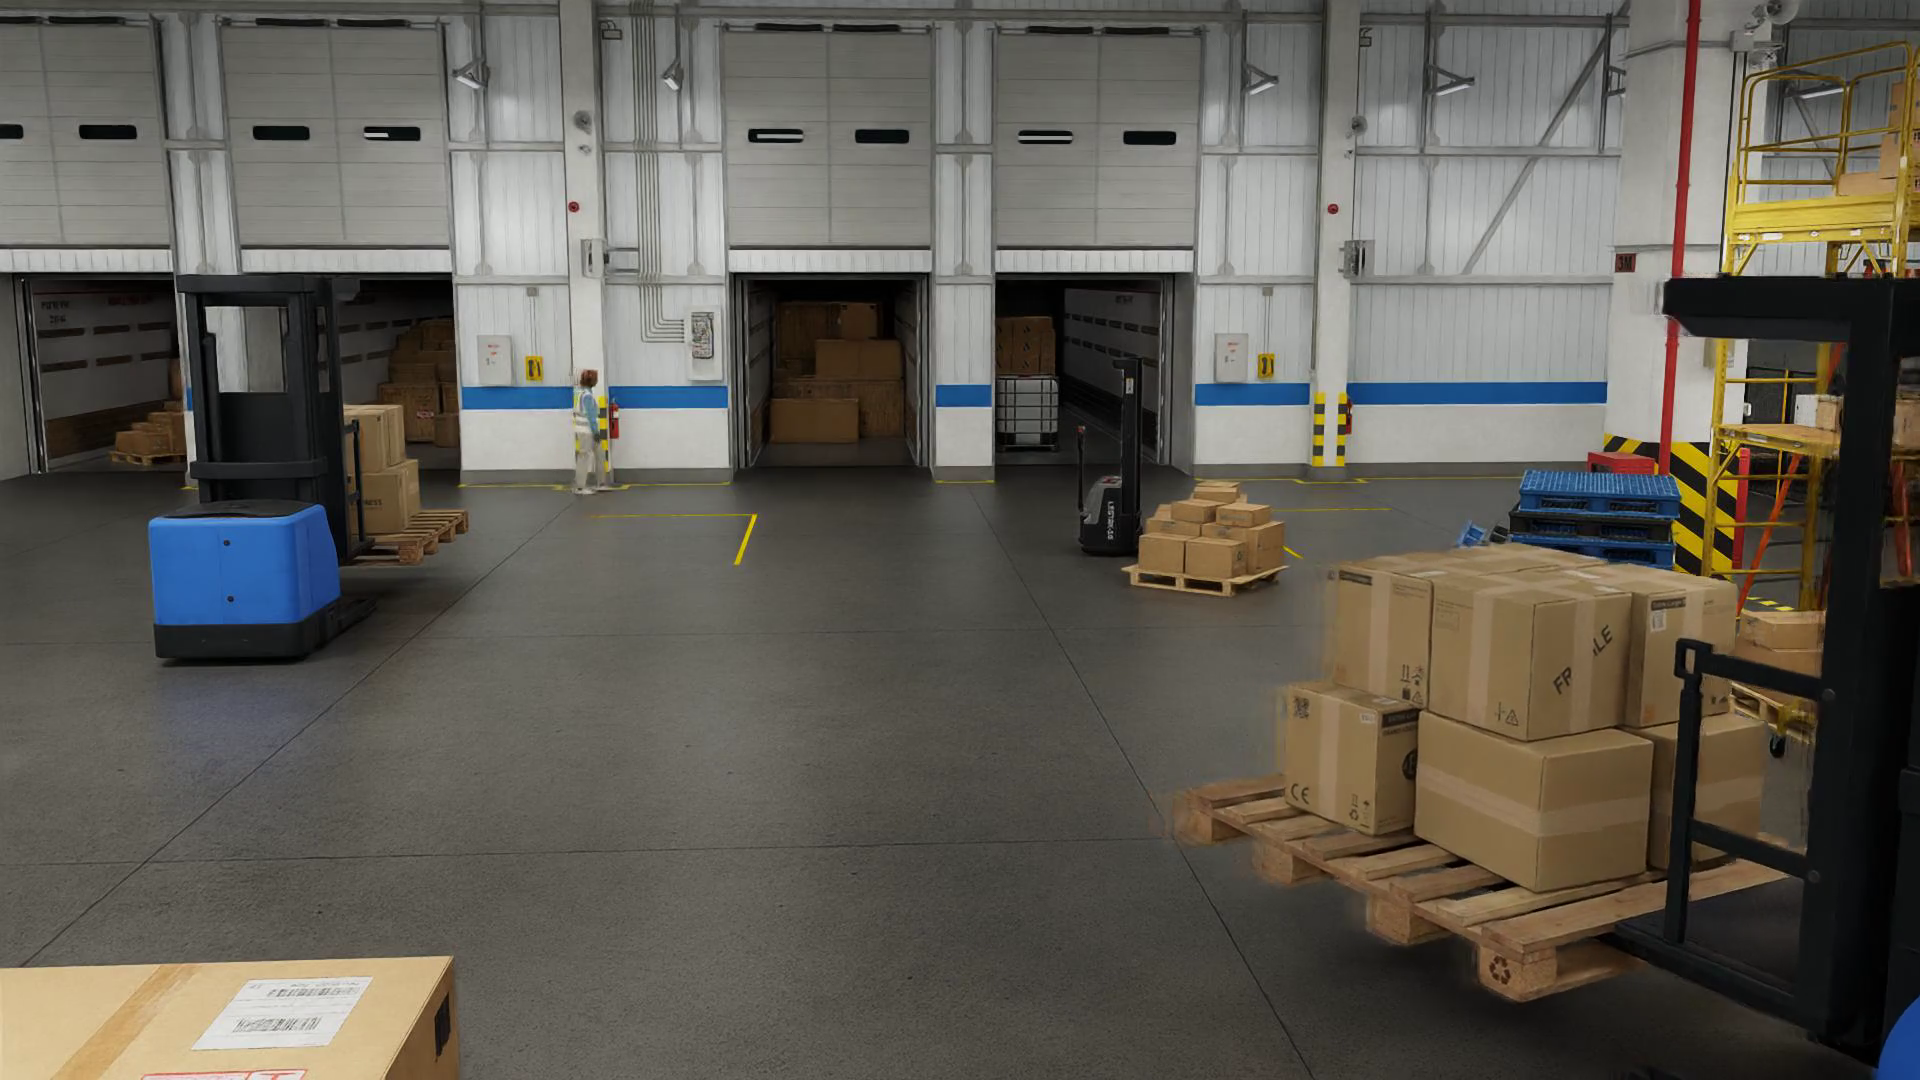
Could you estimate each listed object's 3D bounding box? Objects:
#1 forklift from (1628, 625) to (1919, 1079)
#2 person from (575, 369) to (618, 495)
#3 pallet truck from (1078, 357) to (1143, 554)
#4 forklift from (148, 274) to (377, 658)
[{"bbox_3d":[3.165,0.628,4.803,1.129,2.768,1.873,-5,10,-27],"label":"forklift"},{"bbox_3d":[-4.657,-1.375,21.314,0.665,1.613,0.552,-2,9,-14],"label":"person"},{"bbox_3d":[2.088,-0.836,16.757,1.885,1.965,0.823,2,9,13],"label":"pallet truck"},{"bbox_3d":[-5.348,-0.627,12.681,1.129,2.768,1.873,-1,9,-4],"label":"forklift"}]
